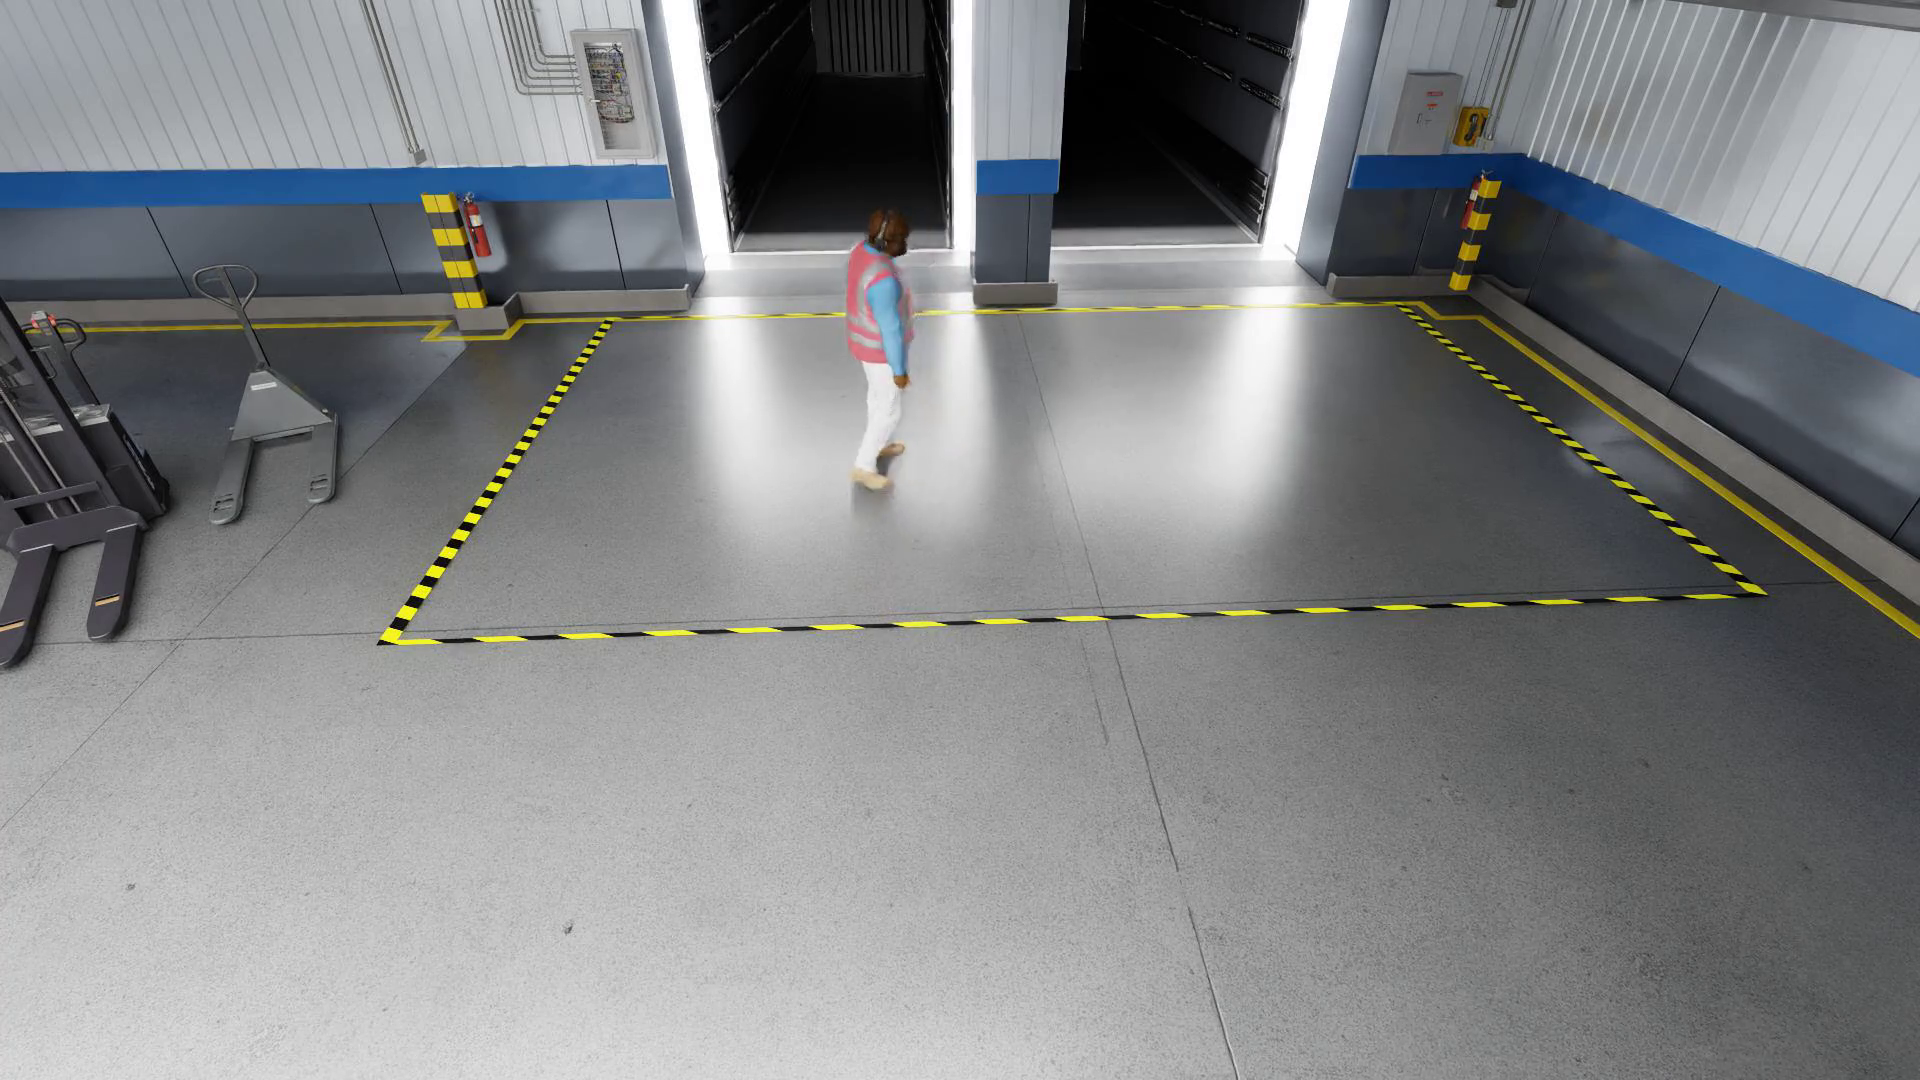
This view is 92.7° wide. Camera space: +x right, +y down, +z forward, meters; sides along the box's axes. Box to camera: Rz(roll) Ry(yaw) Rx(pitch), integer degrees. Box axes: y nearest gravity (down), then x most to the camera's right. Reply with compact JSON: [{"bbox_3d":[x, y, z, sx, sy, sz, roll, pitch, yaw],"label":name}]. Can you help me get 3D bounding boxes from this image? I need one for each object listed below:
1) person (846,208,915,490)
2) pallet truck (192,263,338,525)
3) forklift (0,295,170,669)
[{"bbox_3d":[-0.540,-1.228,5.930,0.508,1.811,0.702,-10,36,-14],"label":"person"},{"bbox_3d":[-4.778,-1.027,6.128,0.680,1.201,1.601,-17,38,-23],"label":"pallet truck"},{"bbox_3d":[-5.212,-0.618,4.878,0.823,1.965,1.885,-20,39,-26],"label":"forklift"}]
